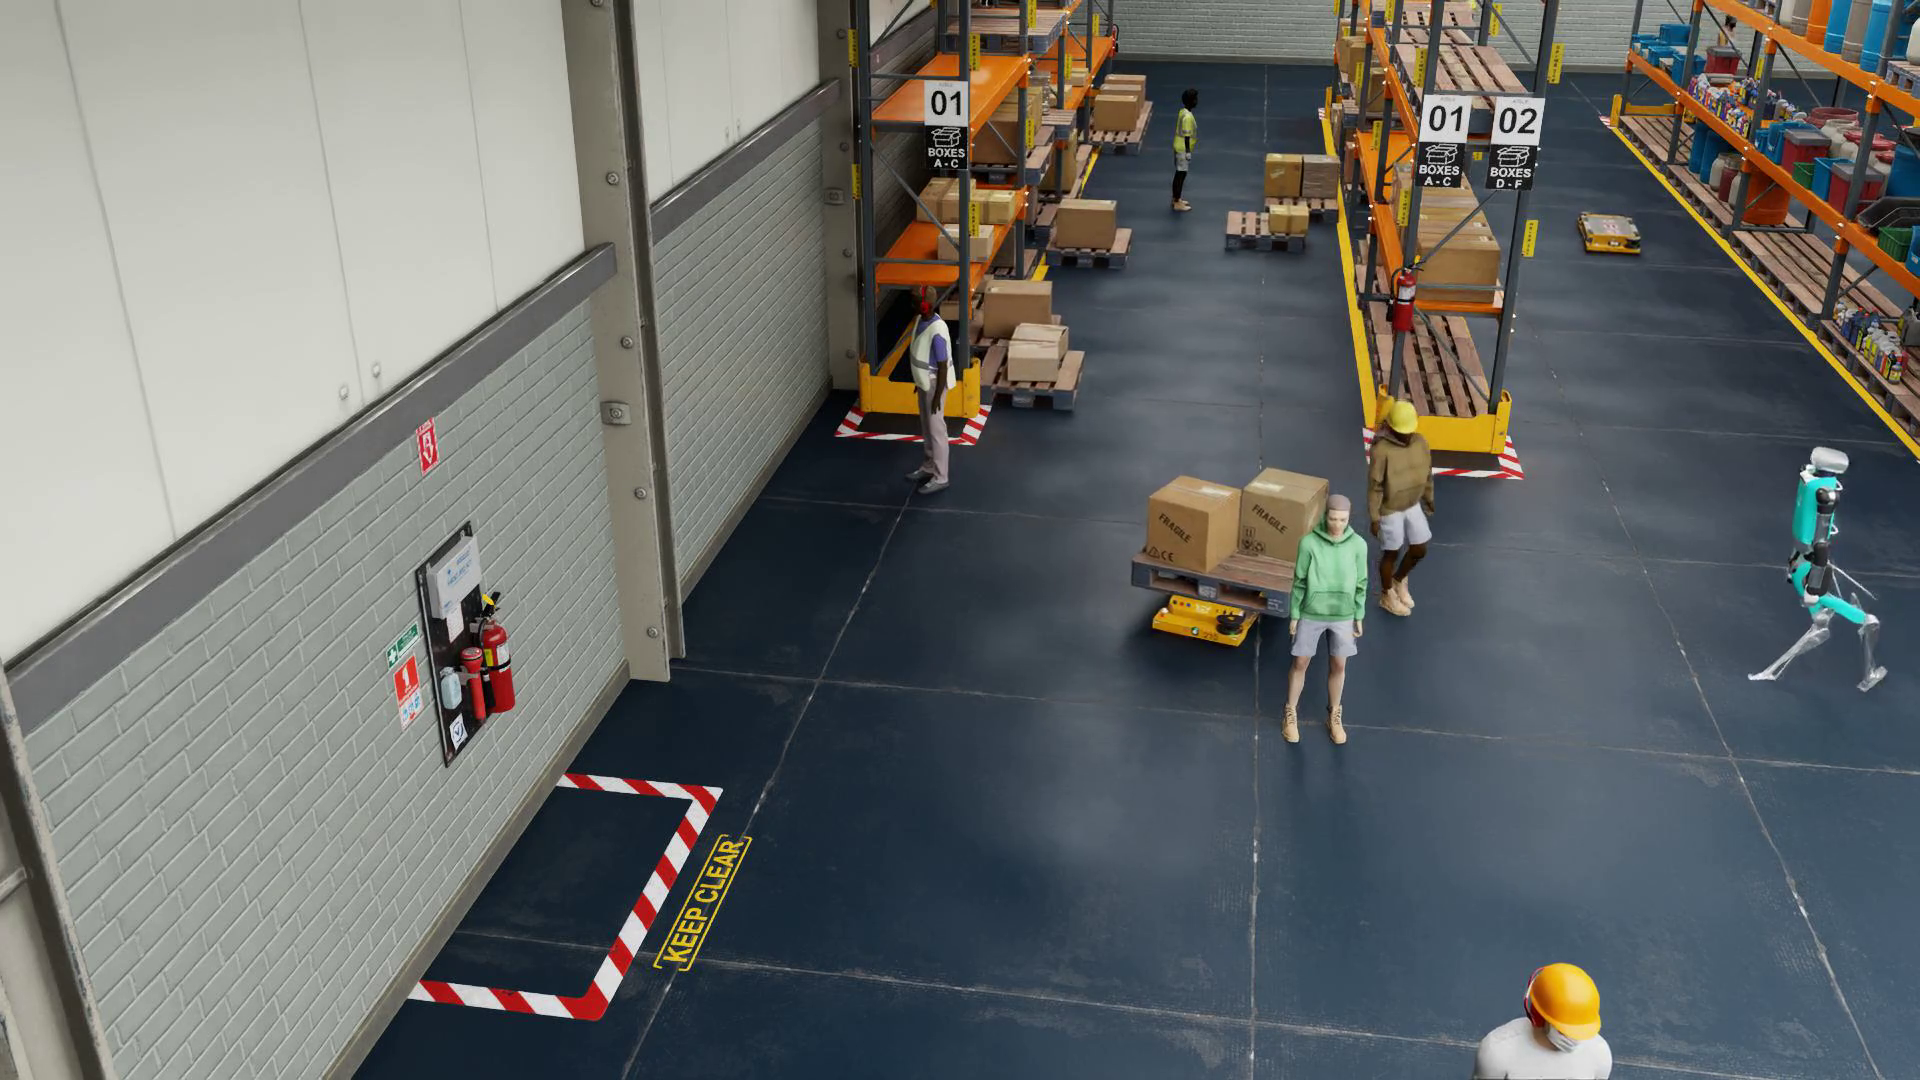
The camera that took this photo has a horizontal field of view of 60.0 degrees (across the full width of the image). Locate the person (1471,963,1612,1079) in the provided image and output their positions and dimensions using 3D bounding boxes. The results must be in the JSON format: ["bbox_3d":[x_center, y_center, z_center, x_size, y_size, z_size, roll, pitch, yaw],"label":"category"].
[{"bbox_3d":[2.164,2.381,6.354,0.569,1.889,0.389,0,25,0],"label":"person"}]

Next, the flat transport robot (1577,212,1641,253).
[{"bbox_3d":[8.614,-4.078,22.086,0.659,0.231,1.431,6,26,13],"label":"flat transport robot"}]

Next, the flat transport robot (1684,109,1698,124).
[{"bbox_3d":[13.426,-7.411,29.219,1.431,0.231,0.659,22,33,38],"label":"flat transport robot"}]

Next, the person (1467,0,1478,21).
[{"bbox_3d":[9.529,-9.445,31.865,0.655,1.718,0.323,-11,27,-22],"label":"person"}]

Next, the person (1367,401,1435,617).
[{"bbox_3d":[3.219,-0.231,12.124,0.619,1.726,0.425,-11,27,-23],"label":"person"}]

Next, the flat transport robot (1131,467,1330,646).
[{"bbox_3d":[2.005,0.365,12.577,0.659,0.231,1.431,12,27,23],"label":"flat transport robot"}]

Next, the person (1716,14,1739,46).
[{"bbox_3d":[13.642,-8.416,29.514,0.573,1.841,0.497,-21,33,-38],"label":"person"}]

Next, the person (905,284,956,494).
[{"bbox_3d":[-0.243,-1.306,14.296,0.395,1.841,0.563,-8,26,-16],"label":"person"}]

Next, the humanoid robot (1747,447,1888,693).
[{"bbox_3d":[5.979,0.238,11.144,0.955,1.768,0.541,4,25,9],"label":"humanoid robot"}]

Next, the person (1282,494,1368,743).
[{"bbox_3d":[2.324,0.497,10.569,0.470,1.733,0.326,2,25,4],"label":"person"}]

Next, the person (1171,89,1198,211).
[{"bbox_3d":[3.171,-5.511,23.476,0.322,1.690,0.531,0,25,0],"label":"person"}]
